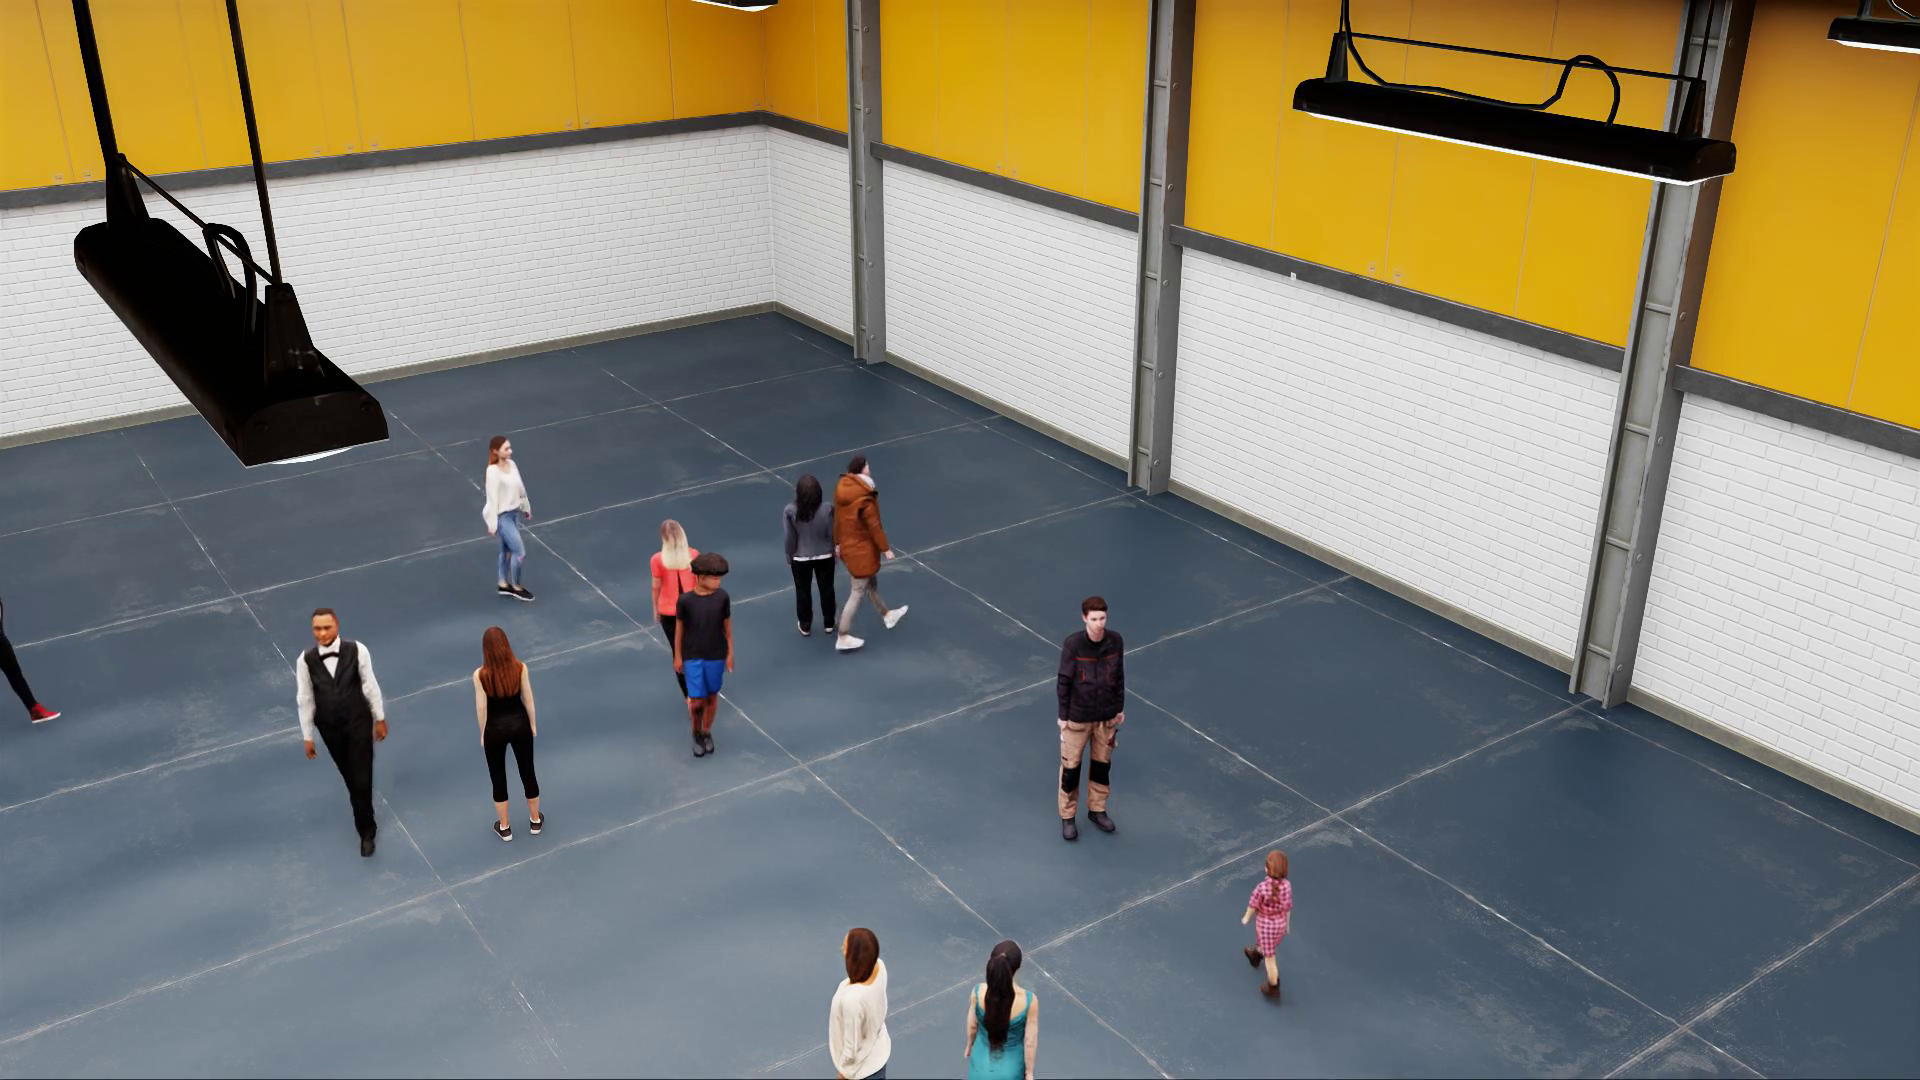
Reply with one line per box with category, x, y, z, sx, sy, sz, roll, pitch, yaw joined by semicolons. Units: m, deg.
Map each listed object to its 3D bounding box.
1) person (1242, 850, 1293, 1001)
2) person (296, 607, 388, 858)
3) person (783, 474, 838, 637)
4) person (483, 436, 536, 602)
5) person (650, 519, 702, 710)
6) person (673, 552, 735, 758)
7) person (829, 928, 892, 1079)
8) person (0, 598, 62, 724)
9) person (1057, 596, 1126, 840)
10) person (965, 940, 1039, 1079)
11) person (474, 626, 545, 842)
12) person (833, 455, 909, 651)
person;2.017;2.501;10.761;0.540;0.999;0.781;-9;25;-19
person;-4.543;1.323;12.337;0.985;1.895;1.127;-3;24;-8
person;-1.370;0.130;15.438;0.787;1.597;0.813;-3;24;-6
person;-4.470;-0.208;16.114;0.862;1.674;0.806;5;24;12
person;-2.362;0.680;14.126;0.880;1.640;1.238;-6;24;-13
person;-2.080;0.893;13.480;0.719;1.767;0.721;-6;24;-13
person;-0.520;2.832;9.151;0.729;1.682;0.696;7;25;16
person;-8.155;0.850;13.762;1.114;1.620;1.156;0;24;-1
person;0.970;1.296;12.361;0.768;1.924;0.718;-7;25;-16
person;0.191;2.919;8.990;0.974;1.651;1.060;3;24;6
person;-3.356;1.422;12.320;0.605;1.726;0.571;-9;25;-20
person;-0.989;0.168;15.117;0.817;1.785;1.023;-12;27;-26
